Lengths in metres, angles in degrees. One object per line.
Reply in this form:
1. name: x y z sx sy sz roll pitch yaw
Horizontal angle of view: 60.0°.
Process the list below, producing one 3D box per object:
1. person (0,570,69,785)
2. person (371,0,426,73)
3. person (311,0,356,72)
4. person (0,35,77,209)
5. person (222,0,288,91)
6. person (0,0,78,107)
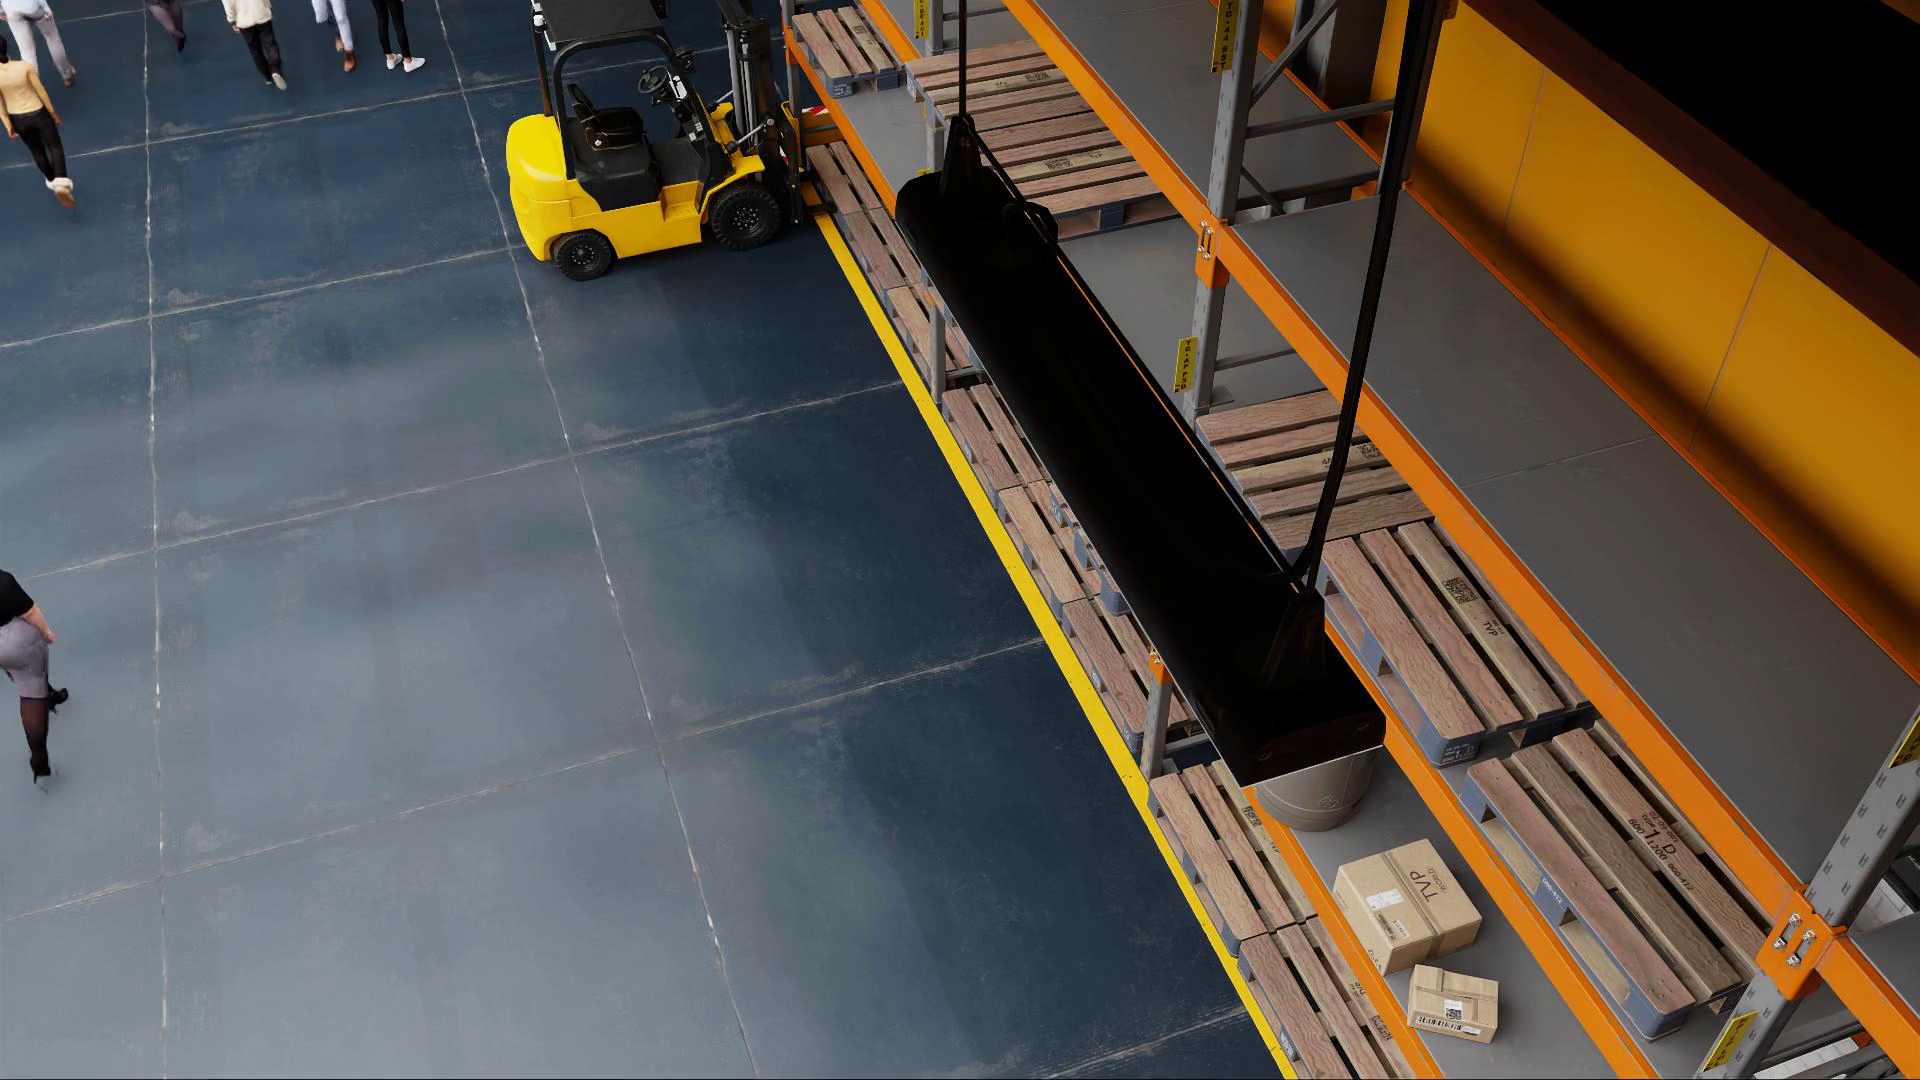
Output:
1. person: -5.767 0.712 10.022 0.847 1.722 1.179 -4 44 -4
2. person: -5.746 -5.498 16.553 0.668 1.705 0.715 15 46 16
3. person: -6.340 -5.657 16.632 0.775 1.826 0.876 -3 44 -3
4. person: -8.202 -3.688 14.696 0.616 1.645 0.929 -17 46 -17
5. person: -6.931 -5.106 16.330 0.618 1.445 0.816 -18 46 -18
6. person: -8.986 -5.028 15.955 0.726 1.849 1.271 -11 45 -12
